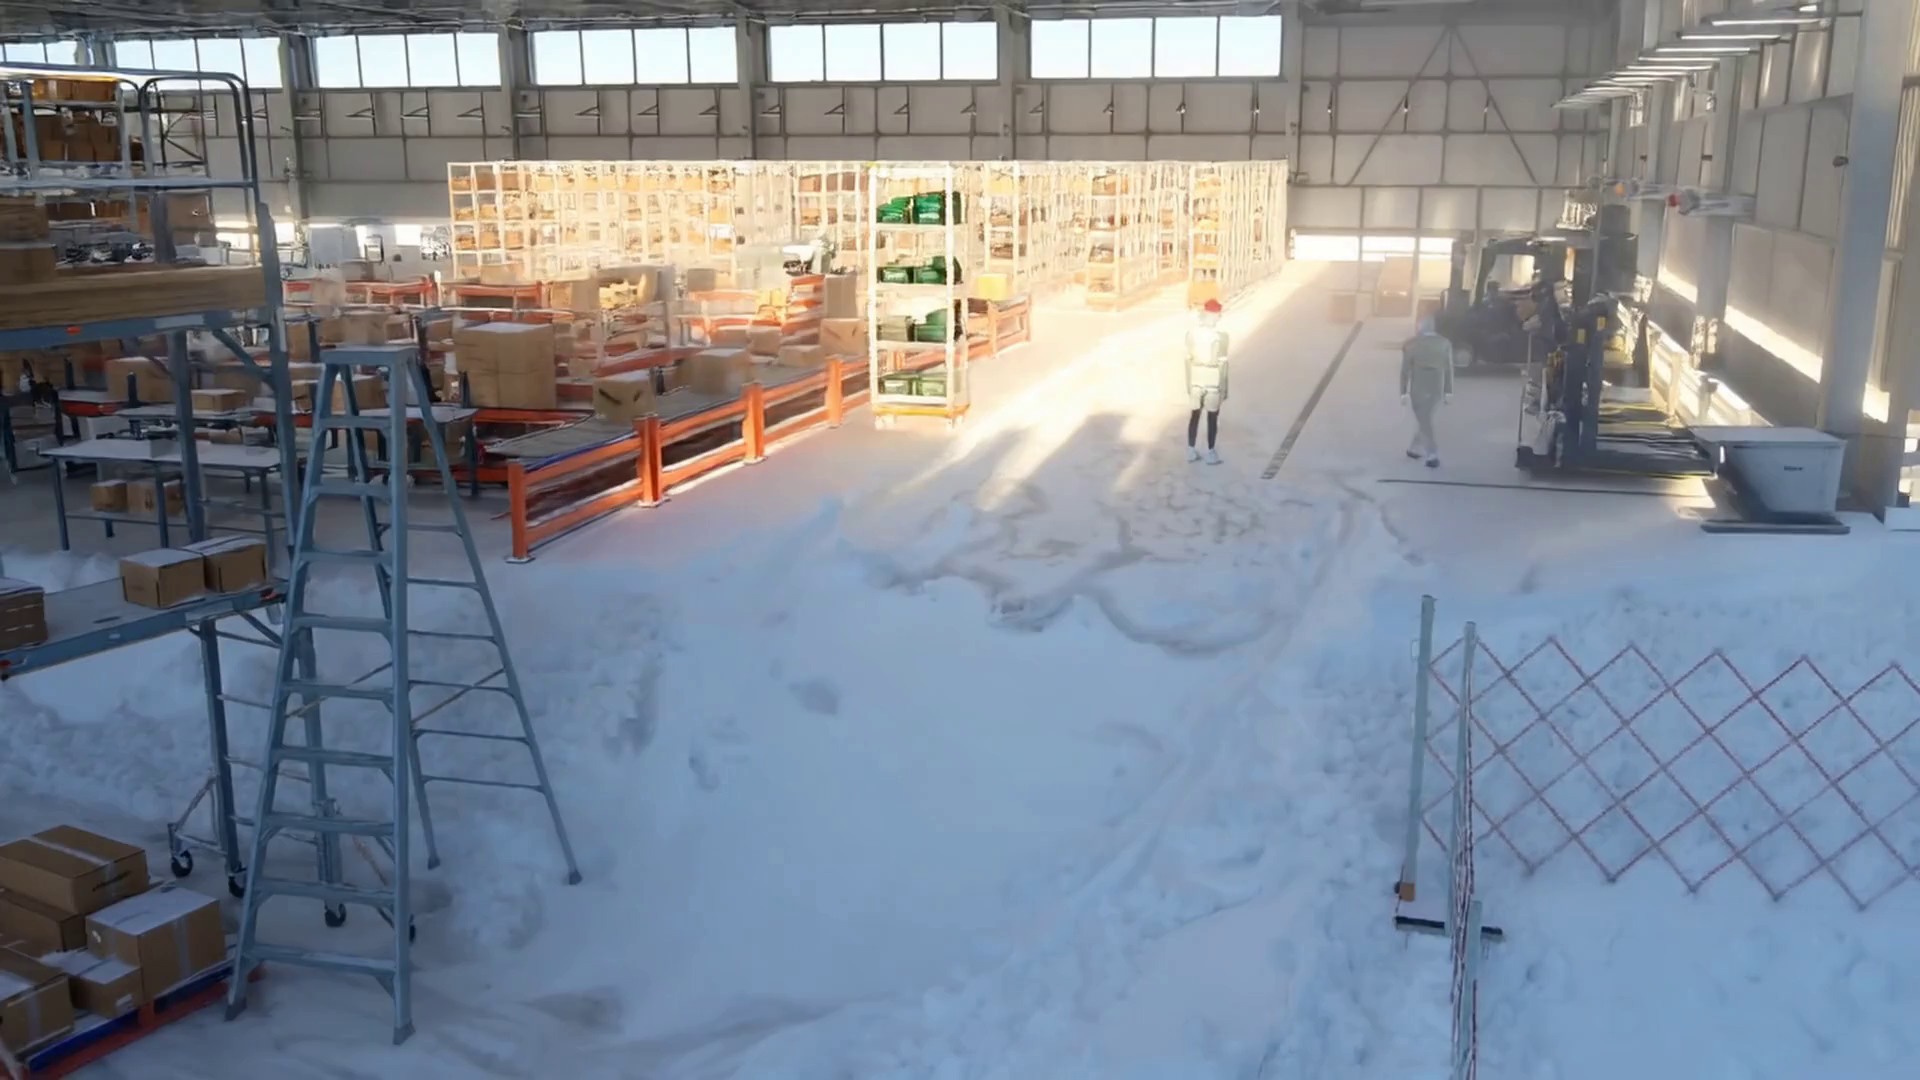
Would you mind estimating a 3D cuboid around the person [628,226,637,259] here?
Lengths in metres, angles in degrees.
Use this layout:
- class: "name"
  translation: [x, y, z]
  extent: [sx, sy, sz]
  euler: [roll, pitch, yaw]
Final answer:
- class: "person"
  translation: [-10.100, -8.942, 51.205]
  extent: [0.497, 1.818, 0.619]
  euler: [2, 13, 7]

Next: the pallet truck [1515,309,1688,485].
- class: "pallet truck"
  translation: [7.554, -1.677, 19.446]
  extent: [1.885, 1.965, 0.823]
  euler: [3, 13, 14]

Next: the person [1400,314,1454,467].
- class: "person"
  translation: [5.765, -1.846, 20.518]
  extent: [0.631, 1.854, 0.961]
  euler: [-3, 13, -14]

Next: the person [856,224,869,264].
- class: "person"
  translation: [-2.916, -8.609, 49.839]
  extent: [0.992, 1.797, 0.593]
  euler: [6, 14, 25]

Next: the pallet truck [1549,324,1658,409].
- class: "pallet truck"
  translation: [9.824, -2.669, 25.407]
  extent: [1.601, 1.201, 0.680]
  euler: [4, 14, 16]

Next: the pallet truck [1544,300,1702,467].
- class: "pallet truck"
  translation: [8.263, -1.952, 20.631]
  extent: [1.885, 1.965, 0.823]
  euler: [5, 14, 20]

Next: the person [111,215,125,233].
- class: "person"
  translation: [-28.682, -10.182, 56.704]
  extent: [0.541, 1.751, 0.388]
  euler: [3, 13, 14]

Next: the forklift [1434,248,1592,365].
- class: "forklift"
  translation: [9.780, -4.111, 29.280]
  extent: [2.680, 1.987, 1.157]
  euler: [3, 13, 14]

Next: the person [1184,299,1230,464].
- class: "person"
  translation: [3.061, -1.954, 20.571]
  extent: [0.602, 2.034, 0.401]
  euler: [9, 16, 34]

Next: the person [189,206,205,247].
- class: "person"
  translation: [-27.648, -11.131, 60.355]
  extent: [0.621, 1.972, 0.769]
  euler: [4, 14, 16]

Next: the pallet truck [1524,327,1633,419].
- class: "pallet truck"
  translation: [9.065, -2.460, 24.370]
  extent: [1.522, 1.261, 0.704]
  euler: [3, 13, 14]

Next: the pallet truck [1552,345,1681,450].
- class: "pallet truck"
  translation: [8.641, -1.896, 21.908]
  extent: [1.630, 1.274, 0.653]
  euler: [4, 14, 16]

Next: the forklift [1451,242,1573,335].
- class: "forklift"
  translation: [10.464, -4.597, 31.405]
  extent: [2.680, 1.987, 1.157]
  euler: [4, 14, 16]

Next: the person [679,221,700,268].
- class: "person"
  translation: [-8.012, -8.619, 49.650]
  extent: [0.639, 1.903, 0.805]
  euler: [2, 13, 8]
